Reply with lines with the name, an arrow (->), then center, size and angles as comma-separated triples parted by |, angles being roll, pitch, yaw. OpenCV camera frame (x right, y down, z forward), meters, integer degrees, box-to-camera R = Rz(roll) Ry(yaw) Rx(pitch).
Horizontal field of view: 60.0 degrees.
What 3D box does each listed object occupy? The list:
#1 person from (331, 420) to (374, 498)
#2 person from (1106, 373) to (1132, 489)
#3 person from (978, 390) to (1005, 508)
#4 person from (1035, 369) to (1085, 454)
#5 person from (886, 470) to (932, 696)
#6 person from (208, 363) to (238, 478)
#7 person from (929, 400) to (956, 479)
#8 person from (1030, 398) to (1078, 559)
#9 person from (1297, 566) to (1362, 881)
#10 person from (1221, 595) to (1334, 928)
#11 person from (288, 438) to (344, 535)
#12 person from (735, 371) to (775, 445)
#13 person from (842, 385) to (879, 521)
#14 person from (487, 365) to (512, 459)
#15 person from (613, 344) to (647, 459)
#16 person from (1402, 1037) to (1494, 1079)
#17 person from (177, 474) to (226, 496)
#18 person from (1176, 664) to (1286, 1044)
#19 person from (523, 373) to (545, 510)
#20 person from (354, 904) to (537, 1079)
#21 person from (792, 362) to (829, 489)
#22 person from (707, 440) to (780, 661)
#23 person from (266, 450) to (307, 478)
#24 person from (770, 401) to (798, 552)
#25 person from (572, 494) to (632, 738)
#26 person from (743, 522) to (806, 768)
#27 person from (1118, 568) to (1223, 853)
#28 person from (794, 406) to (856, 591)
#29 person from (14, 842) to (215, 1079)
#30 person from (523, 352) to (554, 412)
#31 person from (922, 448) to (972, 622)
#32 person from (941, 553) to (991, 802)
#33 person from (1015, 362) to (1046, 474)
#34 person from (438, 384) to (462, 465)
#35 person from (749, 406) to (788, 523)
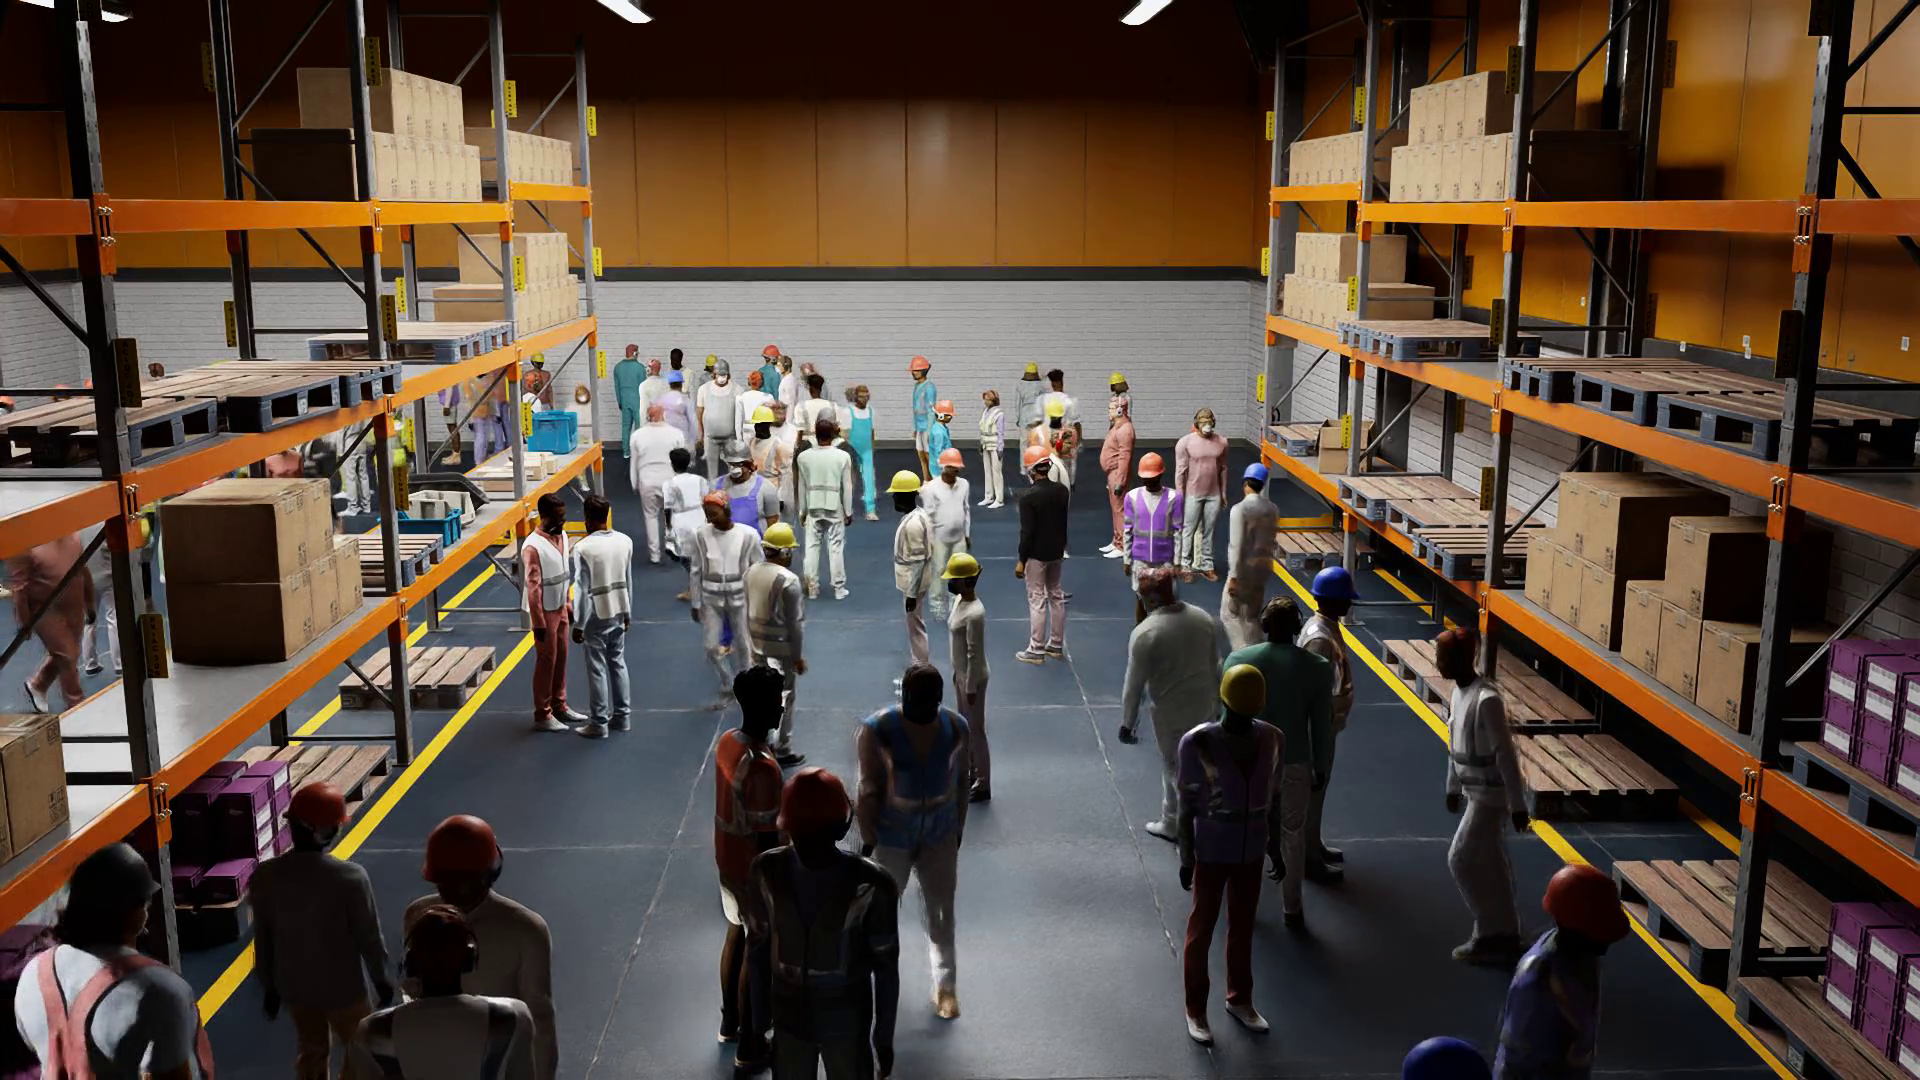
person -> -8.766, -1.407, 23.799 | 0.329, 1.601, 0.597 | 10, 15, 42
person -> 2.323, -1.592, 24.396 | 0.324, 1.730, 0.494 | -7, 13, -32
person -> 0.449, -1.255, 22.964 | 0.314, 1.633, 0.519 | -6, 13, -29
person -> 1.368, -1.355, 22.670 | 0.646, 1.941, 0.478 | 5, 12, 25
person -> -0.429, 0.364, 14.092 | 0.383, 1.924, 0.594 | -1, 11, -3
person -> -10.779, -1.630, 24.190 | 0.611, 1.878, 0.951 | 1, 11, 6
person -> -0.219, -0.896, 20.882 | 0.348, 1.740, 0.574 | 0, 11, -1
person -> 1.103, -0.756, 19.758 | 0.601, 1.907, 0.714 | -2, 11, -11
person -> 2.249, 1.112, 10.287 | 0.397, 1.946, 0.617 | 3, 12, 14
person -> 1.807, 1.269, 9.558 | 0.629, 1.930, 0.361 | 3, 12, 14
person -> -7.986, -0.783, 20.494 | 0.532, 1.661, 0.791 | 3, 12, 15
person -> -2.821, -1.406, 23.077 | 0.583, 1.882, 0.337 | 2, 11, 10
person -> -1.358, -1.187, 22.185 | 0.496, 1.809, 0.889 | -5, 12, -23
person -> -7.641, -2.334, 27.449 | 0.389, 1.992, 0.624 | 4, 12, 19
person -> -5.360, -2.269, 27.365 | 0.638, 1.902, 0.407 | 5, 12, 25
person -> 1.497, 2.268, 4.665 | 0.752, 1.879, 0.631 | -6, 13, -29
person -> -8.135, -0.278, 17.904 | 0.531, 1.692, 0.320 | -8, 14, -35
person -> 1.355, 1.535, 8.250 | 0.585, 1.917, 0.382 | -4, 12, -19
person -> -5.860, -1.361, 22.884 | 0.355, 1.876, 0.574 | -7, 13, -31
person -> -1.666, 2.117, 5.471 | 0.591, 1.878, 0.388 | -2, 11, -9
person -> -2.281, -1.661, 24.422 | 0.868, 1.867, 0.670 | -8, 14, -36
person -> -2.007, 0.097, 15.147 | 0.674, 2.000, 0.535 | 2, 11, 11
person -> -7.448, -0.406, 18.398 | 0.339, 1.752, 0.528 | 9, 15, 39
person -> -2.188, -0.749, 19.944 | 0.600, 1.814, 0.679 | -5, 12, -23
person -> -2.778, 0.592, 13.009 | 0.398, 1.909, 0.599 | 7, 13, 30
person -> -1.344, 0.774, 12.307 | 0.404, 1.820, 0.592 | -10, 15, -42
person -> 1.350, 1.103, 10.577 | 0.666, 1.850, 0.767 | -9, 14, -38
person -> -1.454, -0.466, 17.967 | 0.688, 2.000, 0.871 | 1, 11, 5
person -> -2.863, 1.973, 5.740 | 0.691, 2.000, 0.950 | 3, 12, 17
person -> -6.991, -2.255, 27.646 | 0.339, 1.762, 0.524 | 11, 16, 43
person -> -0.117, -0.054, 16.636 | 0.577, 1.750, 0.341 | -7, 13, -31
person -> 0.035, 0.949, 11.591 | 0.340, 1.757, 0.518 | -2, 11, -10
person -> 1.100, -1.886, 25.834 | 0.487, 1.744, 0.312 | 2, 11, 10
person -> -8.266, -2.219, 26.784 | 0.410, 2.030, 0.609 | -2, 11, -11
person -> -2.174, -0.536, 18.604 | 0.586, 1.928, 0.369 | 9, 15, 39
